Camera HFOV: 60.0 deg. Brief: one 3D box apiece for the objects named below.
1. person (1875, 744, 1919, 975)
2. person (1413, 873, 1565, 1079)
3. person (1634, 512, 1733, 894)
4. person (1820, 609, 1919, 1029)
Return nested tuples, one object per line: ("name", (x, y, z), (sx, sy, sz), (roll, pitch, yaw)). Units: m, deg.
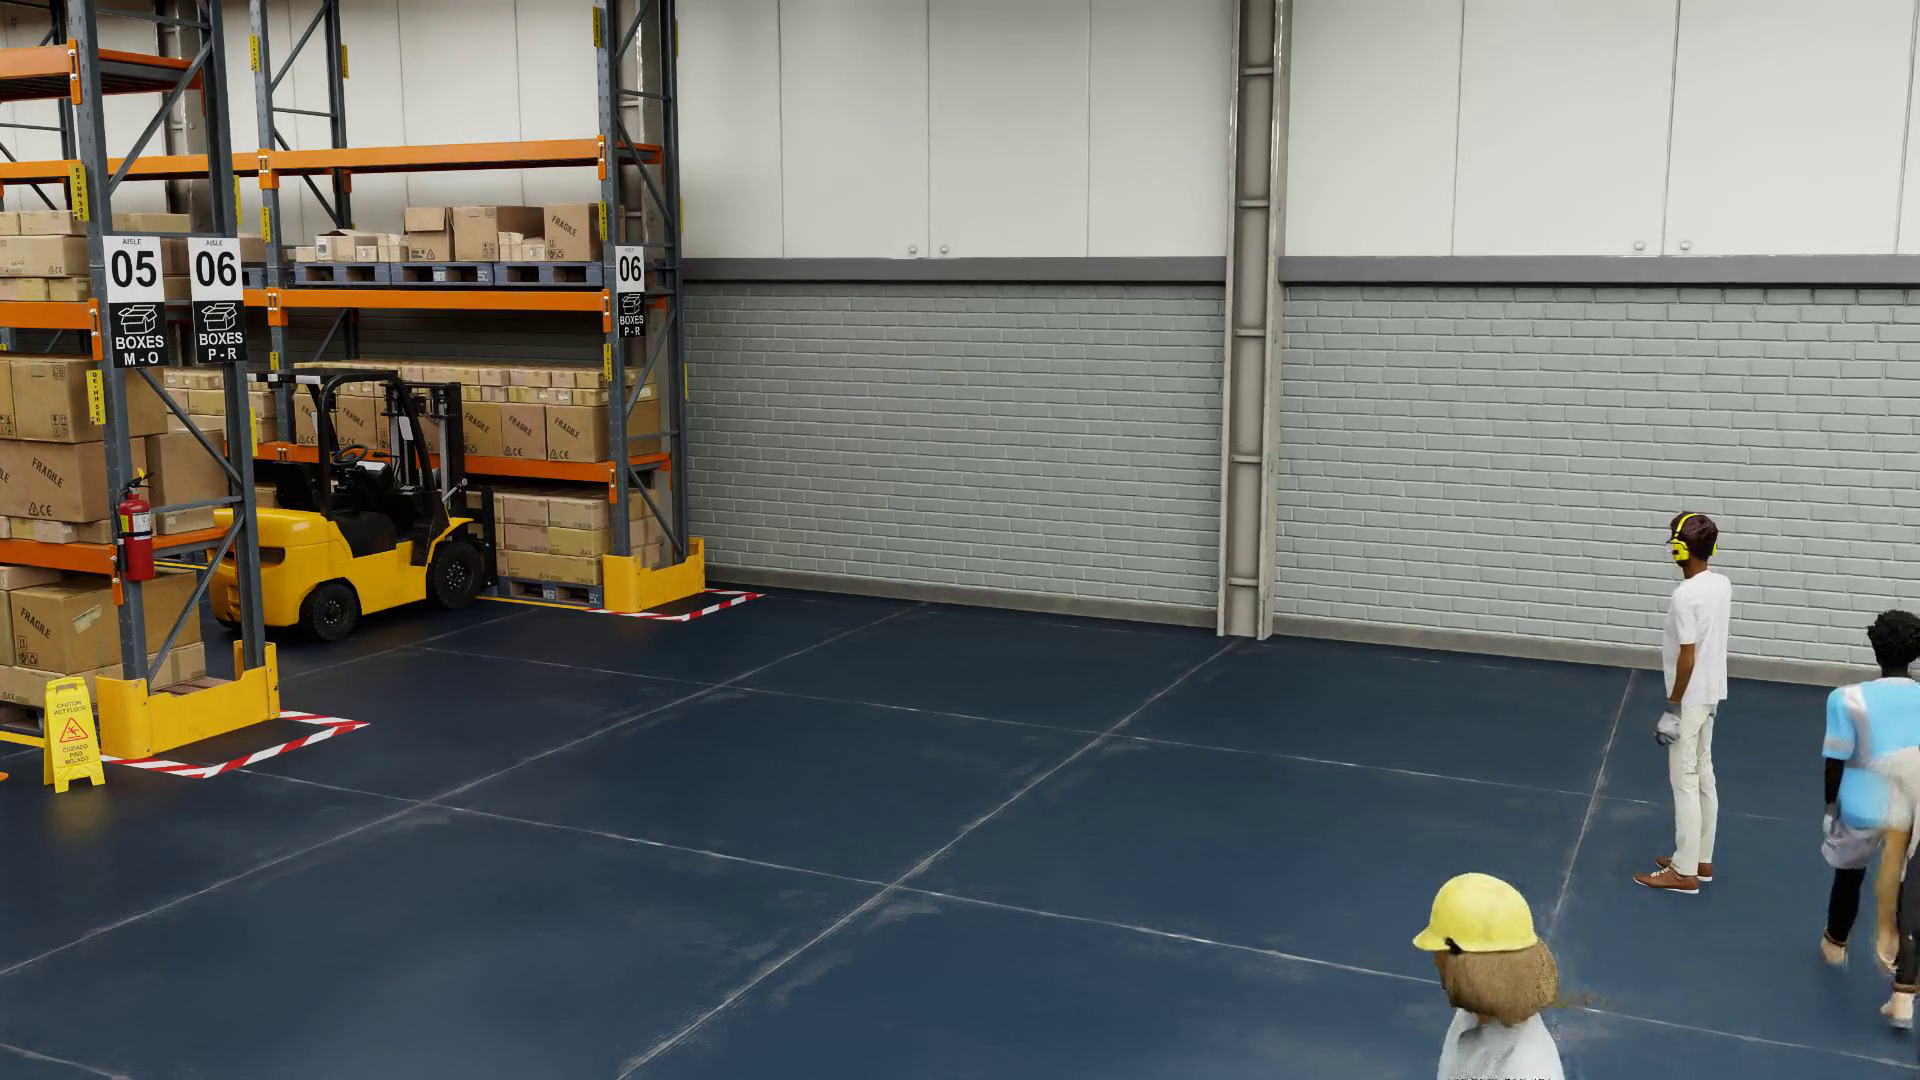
("person", (3.210, 1.269, 5.380), (0.946, 1.812, 0.502), (-6, 11, -33))
("person", (1.092, 1.581, 3.709), (0.777, 1.708, 0.511), (0, 9, 1))
("person", (3.543, 0.793, 8.113), (0.521, 1.864, 0.334), (-9, 13, -43))
("person", (3.819, 1.107, 6.839), (0.535, 1.649, 0.901), (3, 10, 20))
